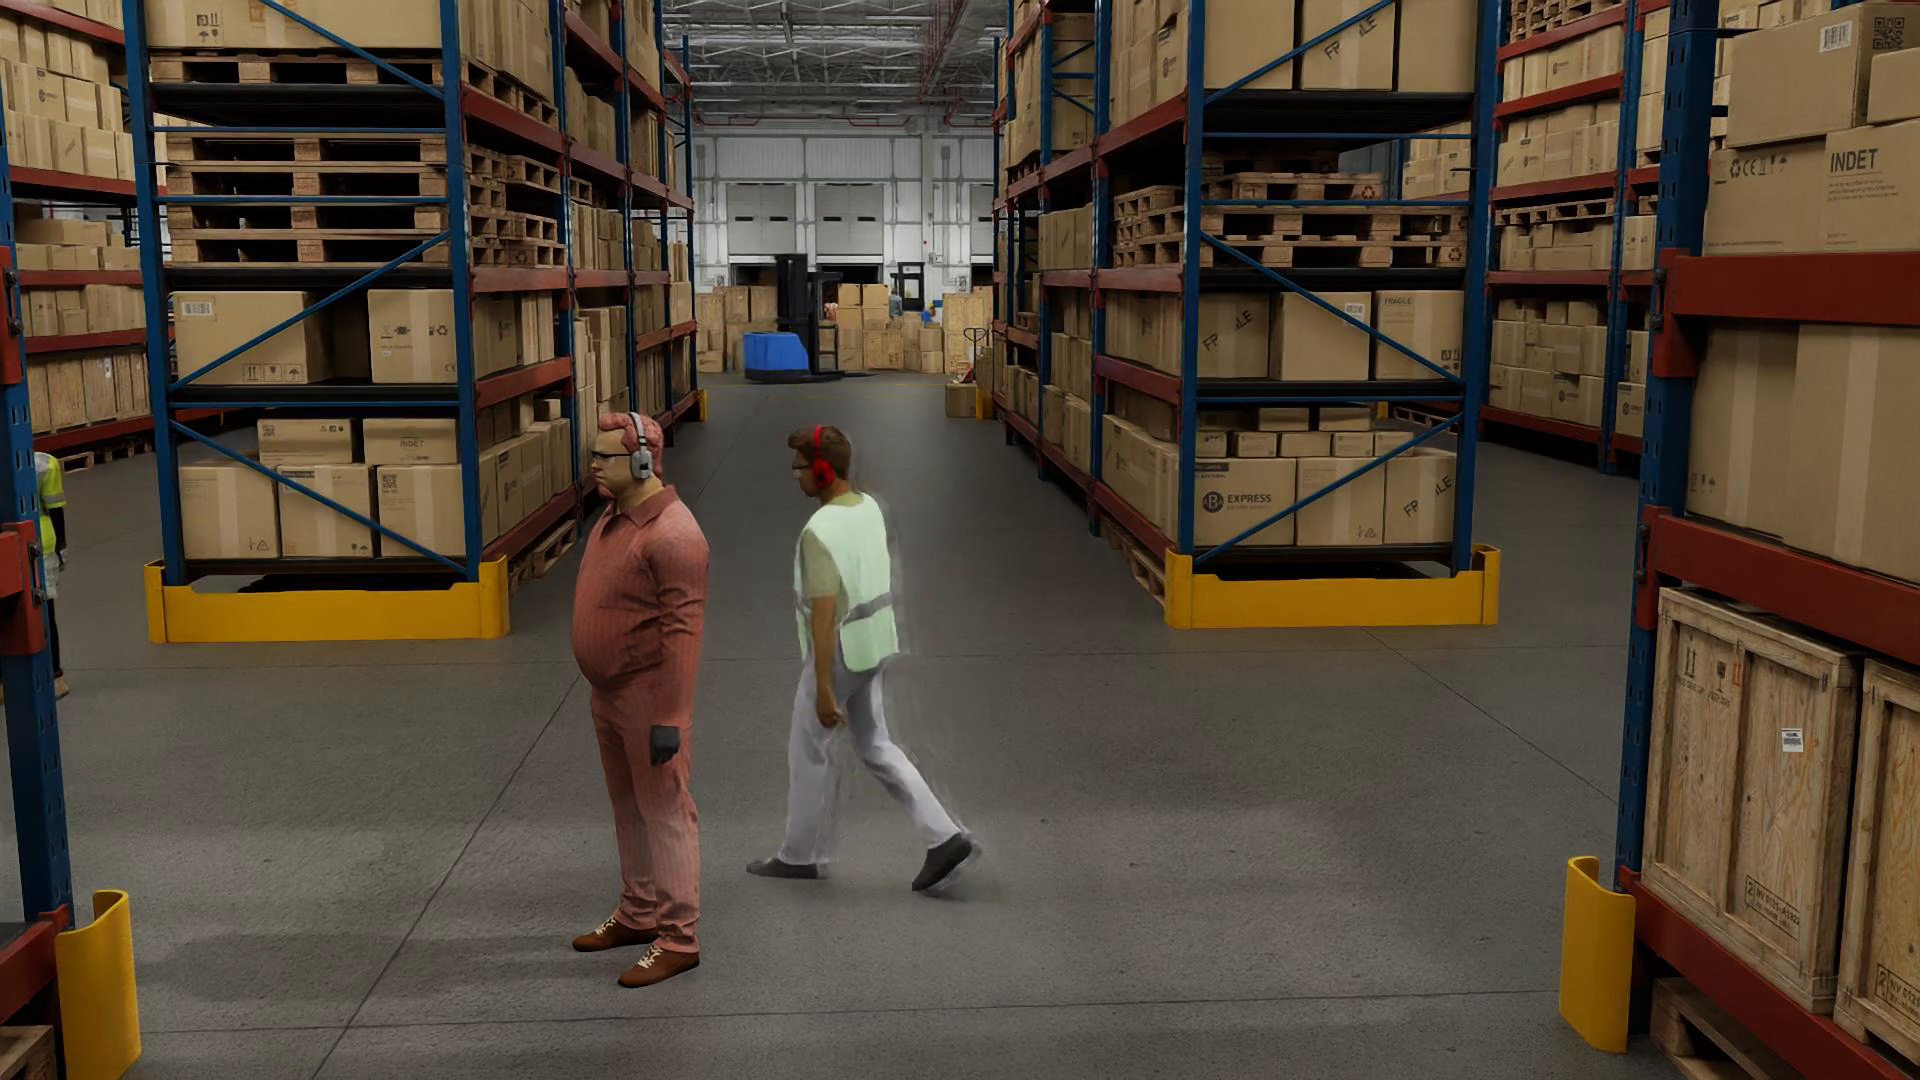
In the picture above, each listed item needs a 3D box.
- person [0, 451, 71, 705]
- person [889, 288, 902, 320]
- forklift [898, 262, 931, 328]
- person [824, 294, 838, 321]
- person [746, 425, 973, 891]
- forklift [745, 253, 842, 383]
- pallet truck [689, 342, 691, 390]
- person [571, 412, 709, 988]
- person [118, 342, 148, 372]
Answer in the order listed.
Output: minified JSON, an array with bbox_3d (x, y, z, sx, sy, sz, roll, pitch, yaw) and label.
[{"bbox_3d":[-5.196,0.065,9.154,0.535,1.691,0.317,-4,10,-23],"label":"person"},{"bbox_3d":[-2.296,-7.825,57.960,0.632,1.930,0.387,3,10,20],"label":"person"},{"bbox_3d":[-1.728,-8.494,59.163,1.129,2.768,1.873,-2,9,-14],"label":"forklift"},{"bbox_3d":[-4.490,-7.716,57.983,0.535,1.697,0.321,-4,10,-22],"label":"person"},{"bbox_3d":[-0.397,0.463,6.310,0.880,1.808,0.585,4,10,23],"label":"person"},{"bbox_3d":[-3.696,-4.878,36.459,1.873,2.768,1.129,-6,11,-35],"label":"forklift"},{"bbox_3d":[-5.225,-3.008,27.480,1.885,1.965,0.823,2,9,14],"label":"pallet truck"},{"bbox_3d":[-1.093,0.523,5.593,0.410,1.909,0.643,-6,11,-35],"label":"person"},{"bbox_3d":[-13.955,-2.938,28.004,0.538,1.682,0.554,0,9,-2],"label":"person"}]
